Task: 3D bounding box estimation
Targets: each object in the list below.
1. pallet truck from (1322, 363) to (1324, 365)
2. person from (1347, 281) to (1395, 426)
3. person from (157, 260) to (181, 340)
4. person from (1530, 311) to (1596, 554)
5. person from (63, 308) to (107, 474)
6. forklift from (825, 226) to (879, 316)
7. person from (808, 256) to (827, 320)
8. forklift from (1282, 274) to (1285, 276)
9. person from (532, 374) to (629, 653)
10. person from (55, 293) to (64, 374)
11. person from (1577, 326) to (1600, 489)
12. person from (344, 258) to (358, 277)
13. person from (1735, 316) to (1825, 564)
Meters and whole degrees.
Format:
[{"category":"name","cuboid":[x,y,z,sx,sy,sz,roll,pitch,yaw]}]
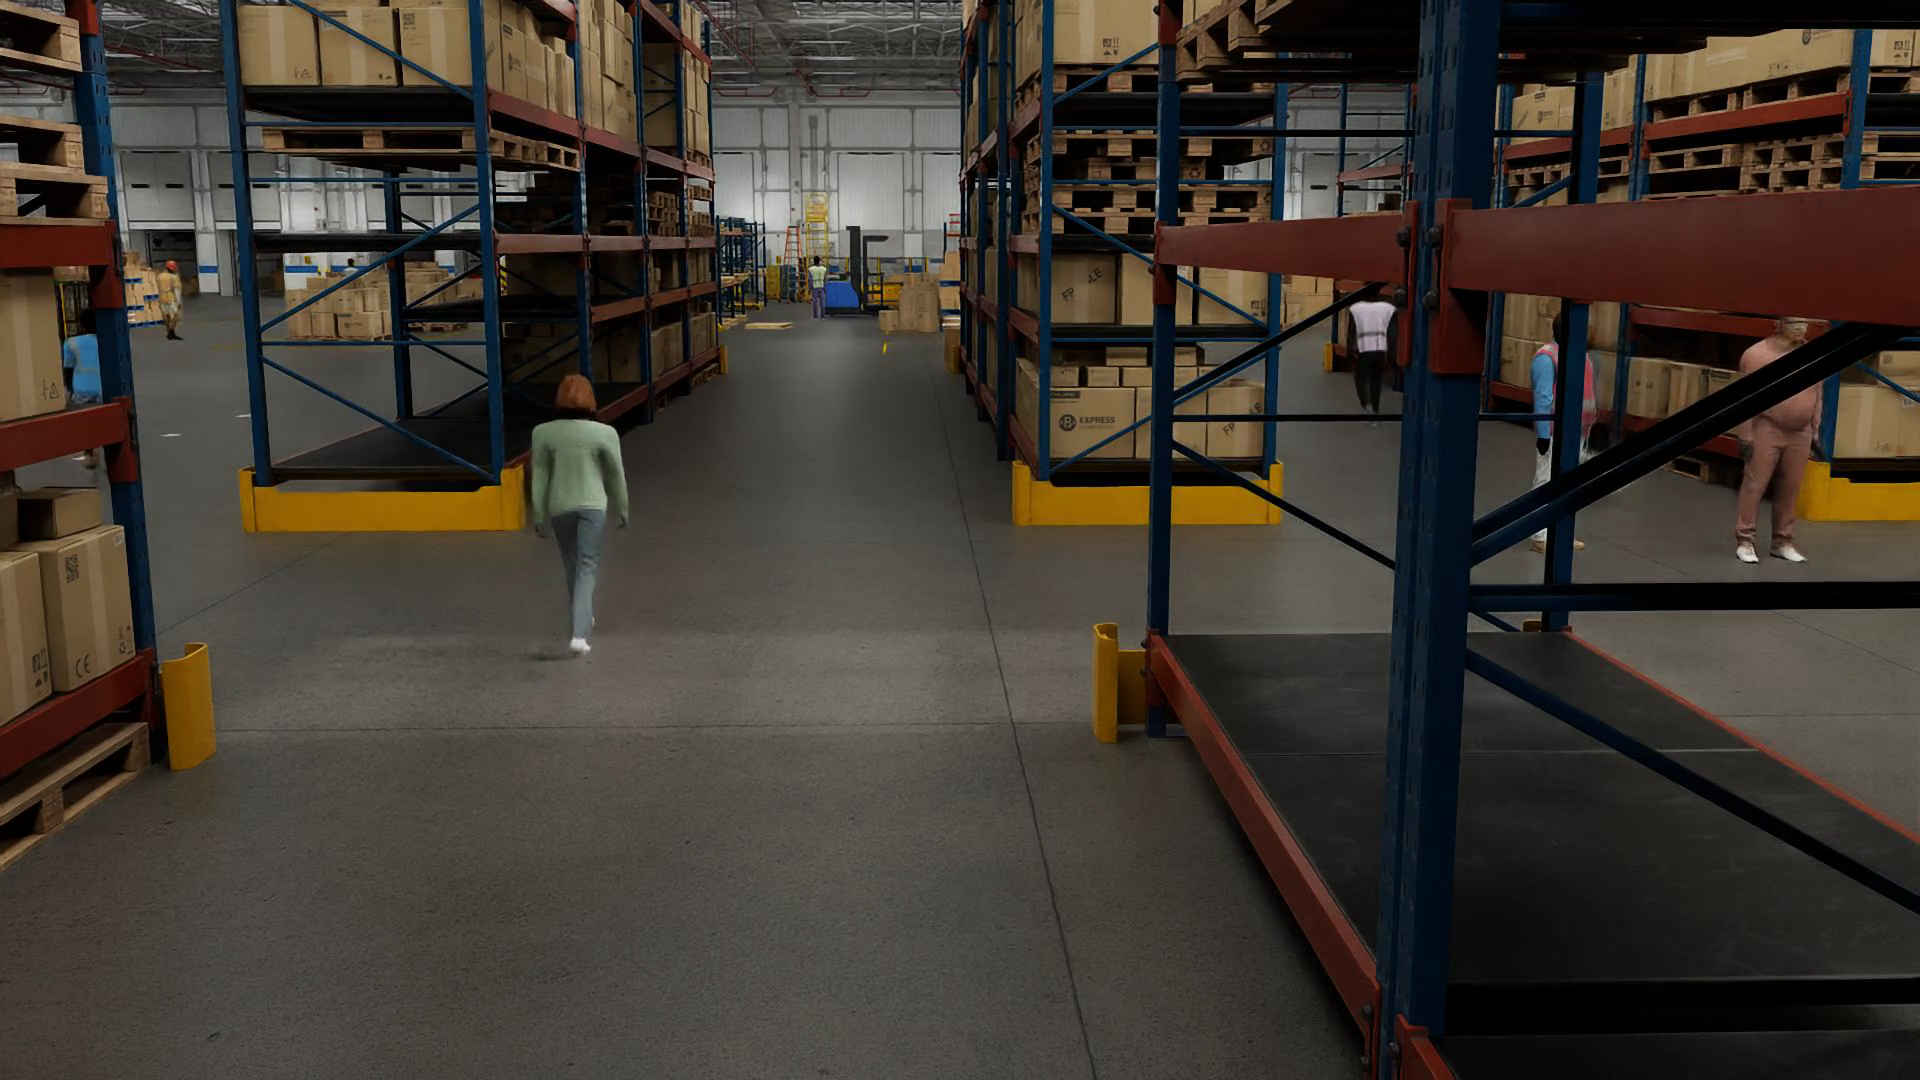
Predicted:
[{"category":"pallet truck","cuboid":[7.712,-4.157,30.737,1.885,1.965,0.823,3,11,16]},{"category":"person","cuboid":[5.234,-2.386,21.151,0.603,1.897,0.530,0,10,2]},{"category":"person","cuboid":[-18.975,-5.715,39.704,0.723,1.906,0.542,1,10,8]},{"category":"person","cuboid":[4.544,-0.812,12.536,0.634,1.842,0.429,-9,13,-41]},{"category":"person","cuboid":[-8.844,-1.529,17.007,0.558,1.663,0.774,-6,12,-30]},{"category":"forklift","cuboid":[-3.295,-8.436,52.114,1.873,2.768,1.129,0,10,-2]},{"category":"person","cuboid":[-4.254,-7.521,49.699,0.591,1.919,0.392,-6,12,-30]},{"category":"forklift","cuboid":[11.698,-9.590,58.546,1.873,2.768,1.129,-9,13,-40]},{"category":"person","cuboid":[-2.197,-0.163,9.636,0.520,1.587,0.870,0,10,-1]},{"category":"person","cuboid":[-15.958,-3.768,29.098,0.840,1.797,0.626,6,12,32]},{"category":"person","cuboid":[5.573,-1.138,14.976,0.495,1.622,0.377,-6,12,-32]},{"category":"person","cuboid":[-18.159,-7.492,49.720,0.500,1.861,0.328,2,10,12]},{"category":"person","cuboid":[5.998,-0.774,12.148,0.652,1.906,0.403,-1,10,-6]}]
